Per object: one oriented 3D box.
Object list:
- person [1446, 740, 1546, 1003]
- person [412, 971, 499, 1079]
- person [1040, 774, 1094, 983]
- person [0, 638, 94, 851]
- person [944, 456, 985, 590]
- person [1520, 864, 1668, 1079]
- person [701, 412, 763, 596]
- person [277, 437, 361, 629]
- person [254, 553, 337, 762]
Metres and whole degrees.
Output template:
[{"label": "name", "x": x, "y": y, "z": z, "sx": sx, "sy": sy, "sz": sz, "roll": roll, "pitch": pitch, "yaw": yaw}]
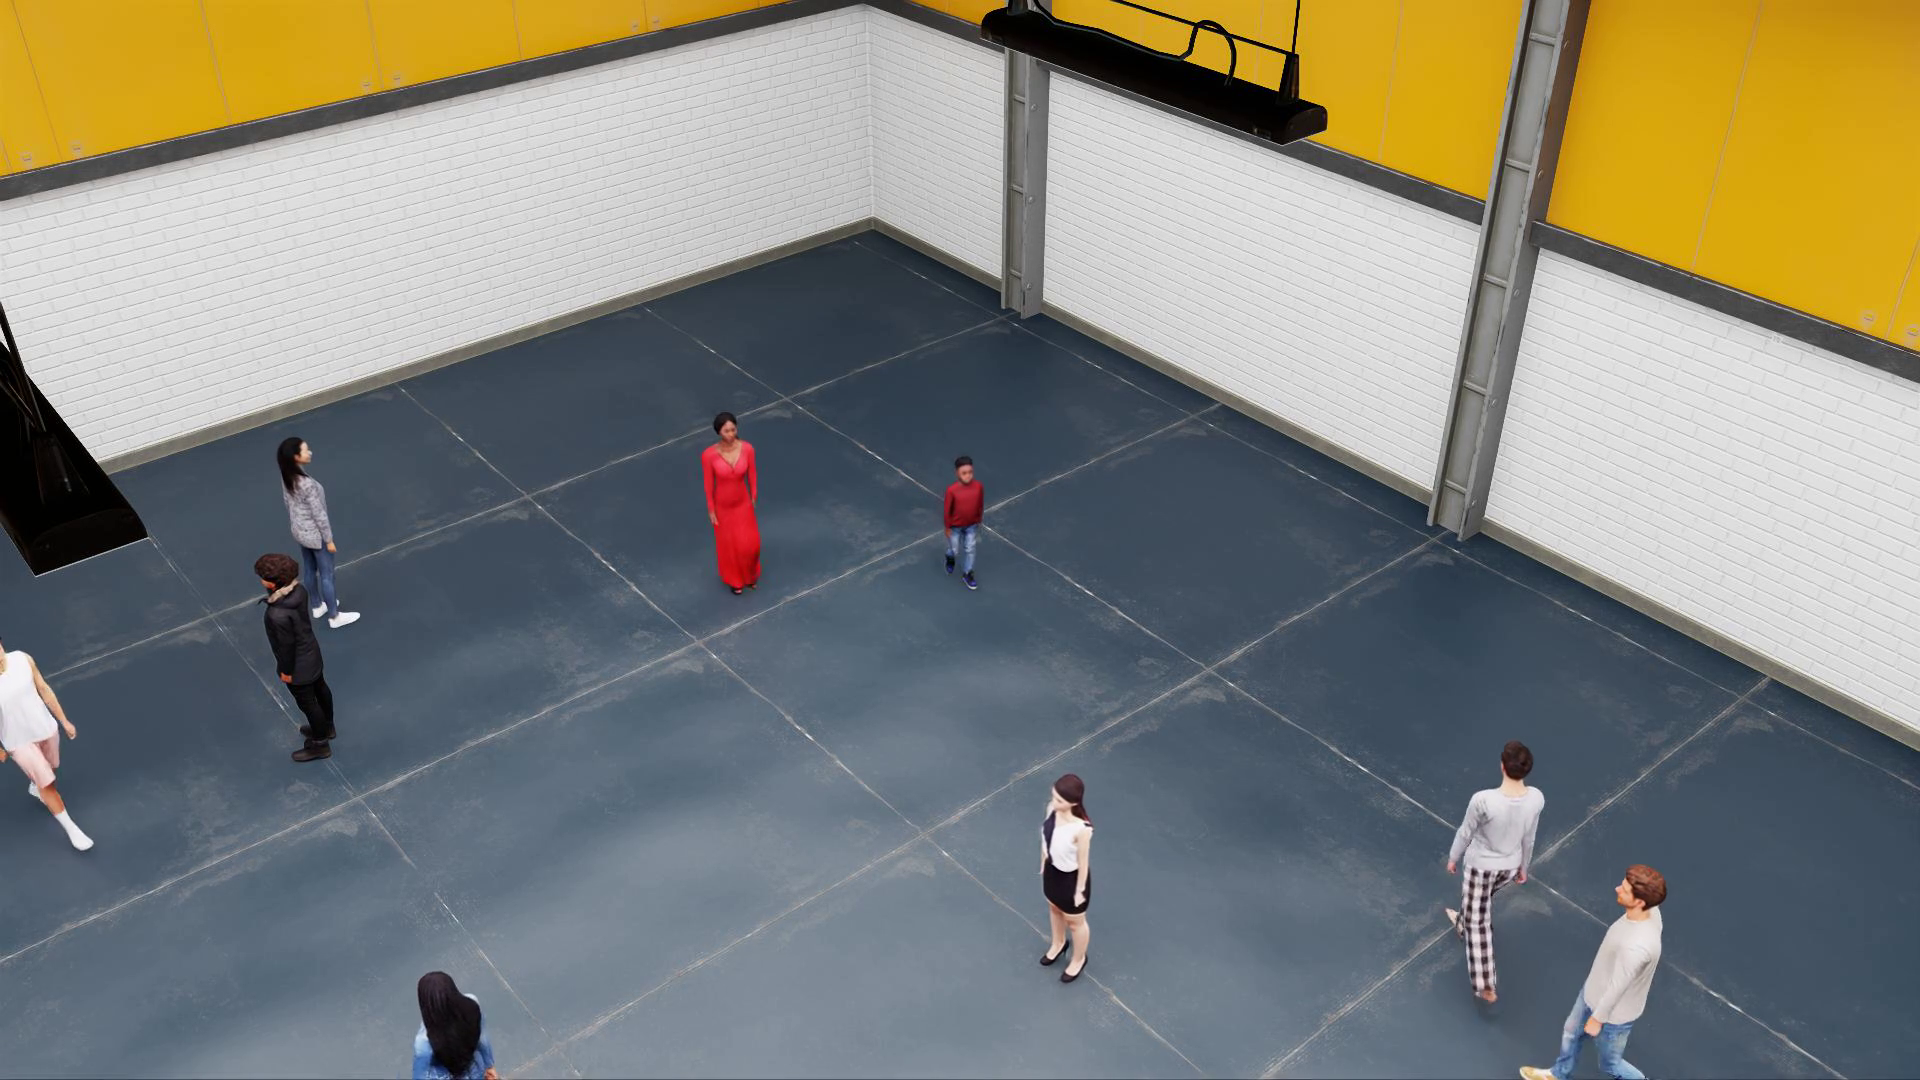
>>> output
[{"label": "person", "x": 3.359, "y": 2.089, "z": 10.425, "sx": 1.037, "sy": 1.809, "sz": 1.211, "roll": -4, "pitch": 34, "yaw": -5}, {"label": "person", "x": -2.671, "y": 3.027, "z": 9.111, "sx": 0.788, "sy": 1.701, "sz": 0.740, "roll": 14, "pitch": 36, "yaw": 20}, {"label": "person", "x": 0.678, "y": 2.123, "z": 10.517, "sx": 0.610, "sy": 1.649, "sz": 0.447, "roll": -23, "pitch": 40, "yaw": -31}, {"label": "person", "x": -6.563, "y": 1.309, "z": 11.651, "sx": 1.196, "sy": 1.750, "sz": 0.869, "roll": 21, "pitch": 39, "yaw": 28}, {"label": "person", "x": 0.010, "y": -0.188, "z": 14.355, "sx": 0.629, "sy": 1.249, "sz": 0.722, "roll": -10, "pitch": 35, "yaw": -14}, {"label": "person", "x": 3.823, "y": 2.657, "z": 9.509, "sx": 1.219, "sy": 1.876, "sz": 1.018, "roll": 12, "pitch": 35, "yaw": 17}, {"label": "person", "x": -1.953, "y": -0.327, "z": 14.092, "sx": 0.733, "sy": 1.772, "sz": 0.795, "roll": -11, "pitch": 35, "yaw": -16}, {"label": "person", "x": -5.361, "y": -0.076, "z": 13.751, "sx": 0.514, "sy": 1.732, "sz": 0.707, "roll": 25, "pitch": 41, "yaw": 32}, {"label": "person", "x": -4.897, "y": 0.845, "z": 12.320, "sx": 0.799, "sy": 1.781, "sz": 0.723, "roll": -2, "pitch": 34, "yaw": -3}]
